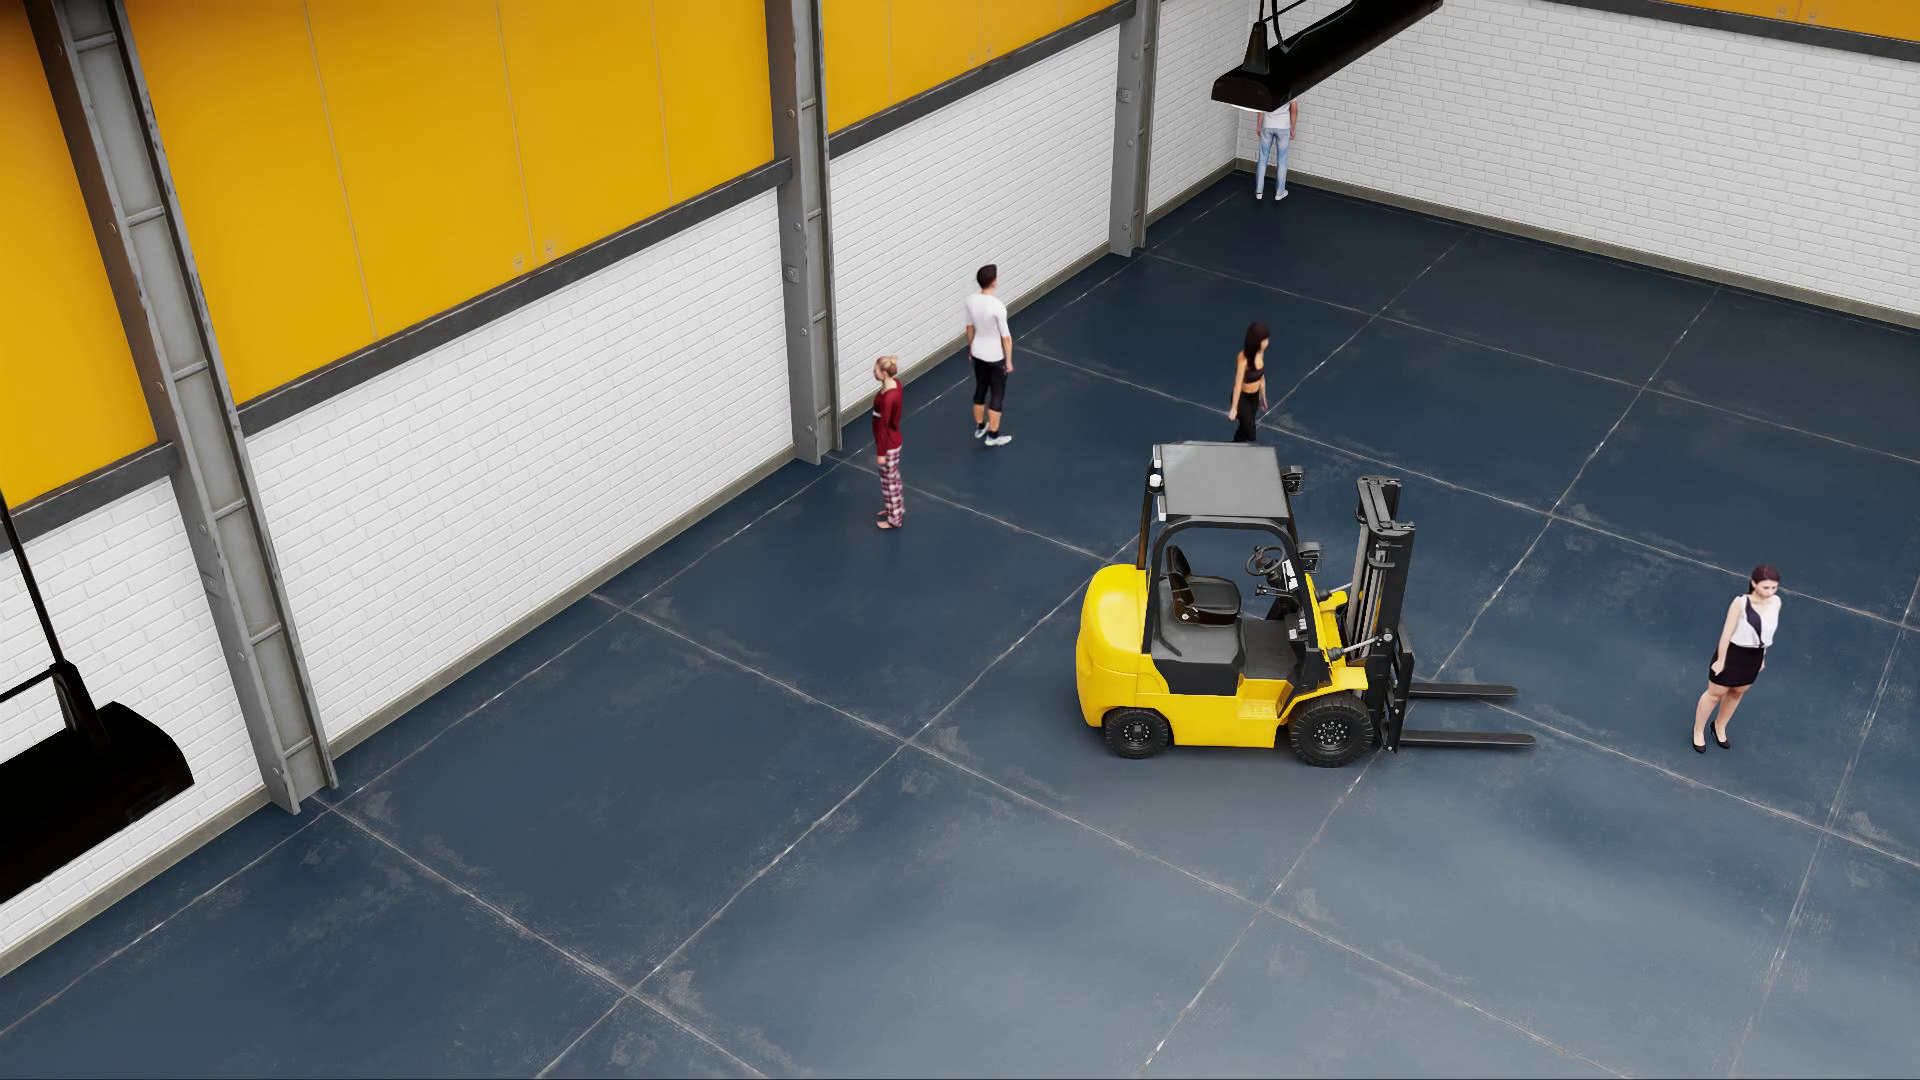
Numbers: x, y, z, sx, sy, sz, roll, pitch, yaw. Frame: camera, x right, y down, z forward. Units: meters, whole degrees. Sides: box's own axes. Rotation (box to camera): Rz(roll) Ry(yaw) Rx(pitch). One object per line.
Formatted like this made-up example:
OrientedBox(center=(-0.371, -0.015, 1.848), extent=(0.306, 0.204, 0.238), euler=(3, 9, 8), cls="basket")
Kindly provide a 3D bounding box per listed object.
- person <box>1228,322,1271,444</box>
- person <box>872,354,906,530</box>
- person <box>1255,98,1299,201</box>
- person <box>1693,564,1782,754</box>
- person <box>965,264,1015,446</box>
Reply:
OrientedBox(center=(2.600, -1.319, 15.566), extent=(0.643, 1.633, 0.503), euler=(24, 40, 31), cls="person")
OrientedBox(center=(-0.633, -0.884, 14.849), extent=(0.735, 1.701, 0.618), euler=(1, 34, 2), cls="person")
OrientedBox(center=(4.051, -5.280, 21.328), extent=(0.708, 1.851, 0.649), euler=(10, 35, 15), cls="person")
OrientedBox(center=(5.742, 0.874, 12.253), extent=(0.634, 1.648, 0.699), euler=(-7, 34, -10), cls="person")
OrientedBox(center=(0.267, -1.800, 16.080), extent=(0.696, 1.863, 0.624), euler=(26, 42, 33), cls="person")
